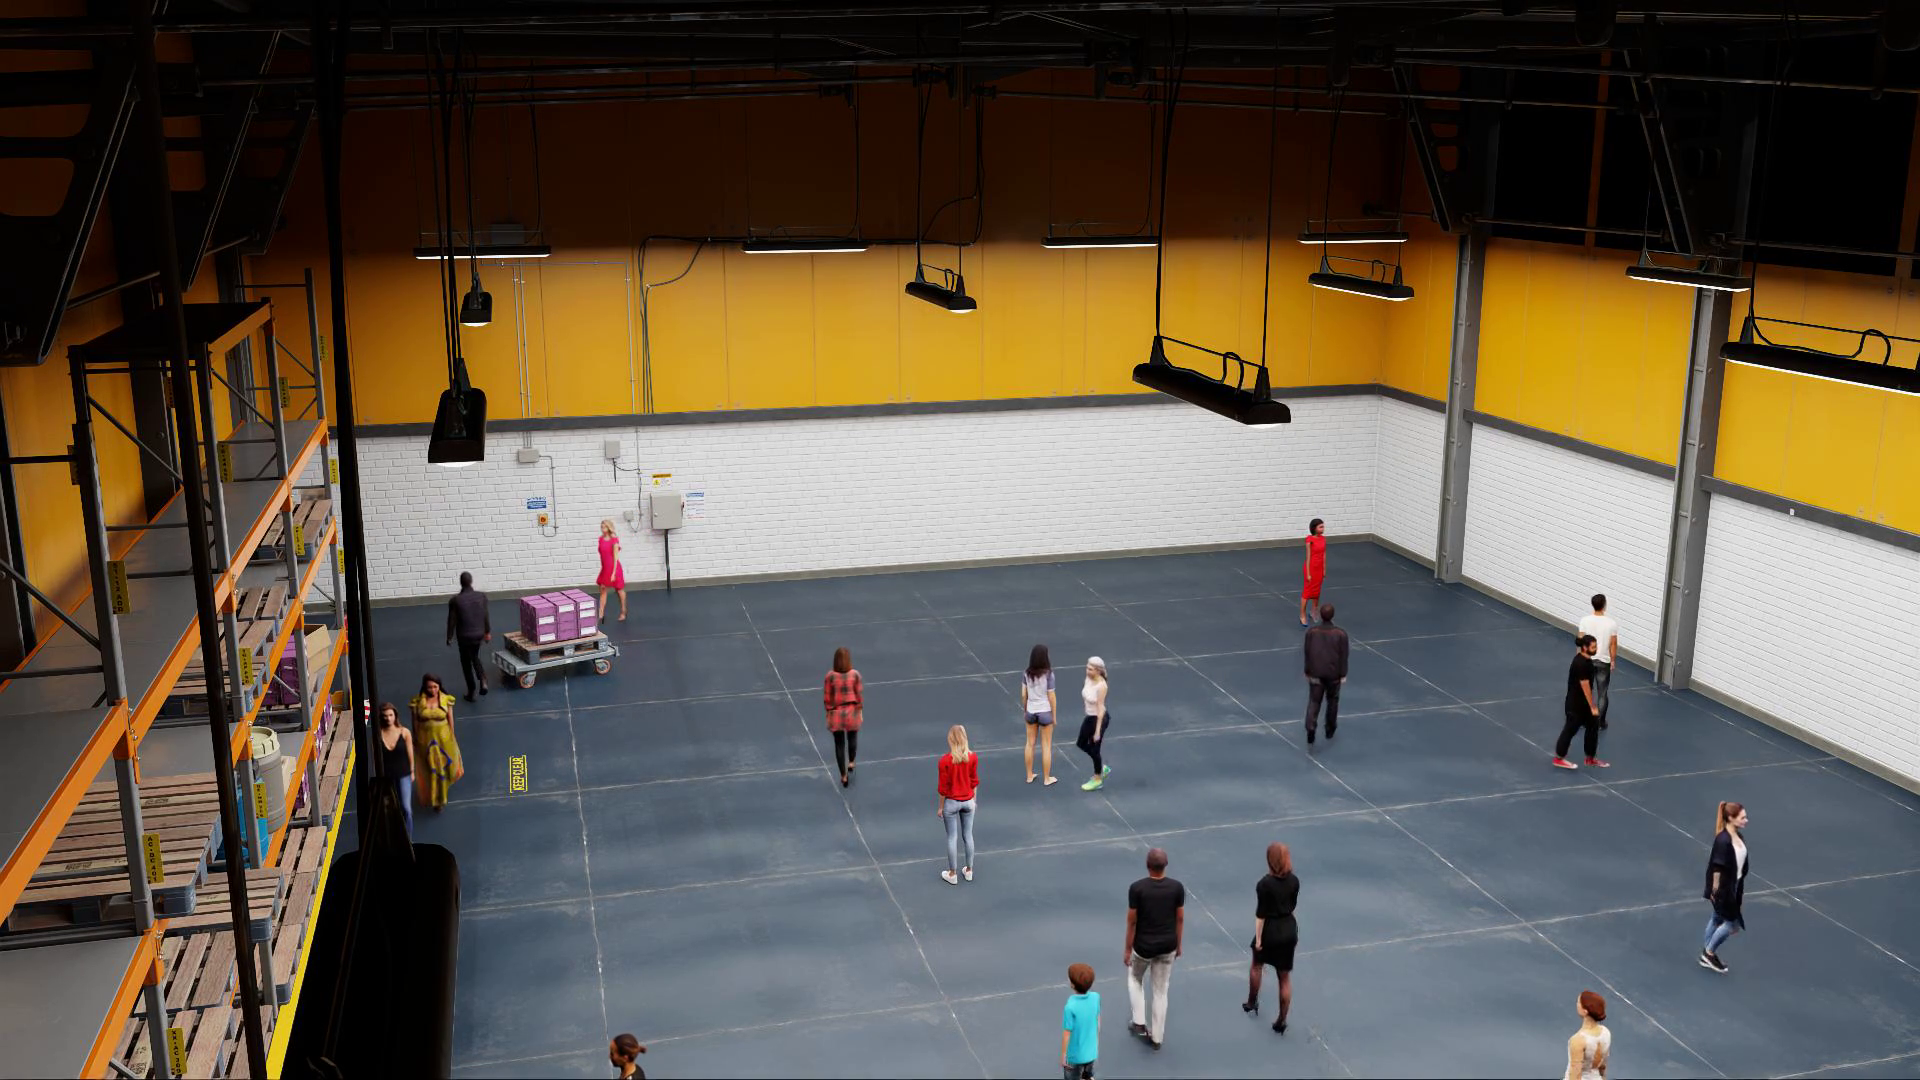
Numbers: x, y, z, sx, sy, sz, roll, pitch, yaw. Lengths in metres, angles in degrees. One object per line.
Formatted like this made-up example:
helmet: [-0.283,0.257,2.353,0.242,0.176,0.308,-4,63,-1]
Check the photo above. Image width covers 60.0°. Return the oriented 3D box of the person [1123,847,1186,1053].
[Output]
person: [1.658,3.492,14.052,0.742,1.792,0.753,-1,14,-6]

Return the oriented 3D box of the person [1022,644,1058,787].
person: [0.953,2.088,19.969,0.656,1.736,0.706,7,15,26]

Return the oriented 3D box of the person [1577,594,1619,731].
person: [8.361,1.593,21.876,0.710,1.802,0.756,7,15,26]

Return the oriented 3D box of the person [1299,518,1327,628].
person: [5.632,0.504,26.500,0.623,1.741,0.594,-8,16,-31]

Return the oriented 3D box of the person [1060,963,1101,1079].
person: [0.982,3.957,12.869,0.676,1.445,0.791,-10,17,-36]

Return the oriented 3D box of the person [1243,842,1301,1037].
person: [2.785,3.474,14.360,0.617,1.682,0.796,-5,14,-19]

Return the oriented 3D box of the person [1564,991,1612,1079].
person: [4.593,4.072,12.037,0.729,1.614,1.090,-7,15,-27]

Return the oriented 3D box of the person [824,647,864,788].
person: [-1.387,2.136,19.888,0.726,1.681,0.945,-1,14,-5]

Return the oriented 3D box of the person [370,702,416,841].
person: [-6.167,2.565,18.108,0.587,1.684,0.998,-4,14,-17]

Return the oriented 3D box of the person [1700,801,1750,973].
person: [7.022,3.208,15.476,0.834,1.675,0.774,13,19,43]

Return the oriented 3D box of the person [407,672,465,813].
person: [-6.111,2.299,19.304,0.898,1.638,1.170,-6,15,-24]

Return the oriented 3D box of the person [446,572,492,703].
person: [-6.686,1.353,22.820,0.877,1.823,0.910,-13,18,-42]

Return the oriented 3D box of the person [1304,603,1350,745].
person: [4.648,1.737,21.252,1.066,1.815,1.191,5,14,19]

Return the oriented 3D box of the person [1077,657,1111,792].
person: [1.700,2.172,19.731,0.730,1.686,0.621,-4,14,-16]

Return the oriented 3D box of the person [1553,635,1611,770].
person: [7.500,1.989,20.384,0.996,1.733,0.931,7,15,28]

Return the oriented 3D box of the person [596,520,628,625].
person: [-5.515,0.488,26.654,0.935,1.700,0.983,8,16,30]

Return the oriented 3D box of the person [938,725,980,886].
person: [-0.019,2.746,17.320,0.653,1.704,0.552,-6,15,-24]

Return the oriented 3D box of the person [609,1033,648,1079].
person: [-2.241,4.175,11.496,0.661,1.668,0.479,-2,14,-9]
